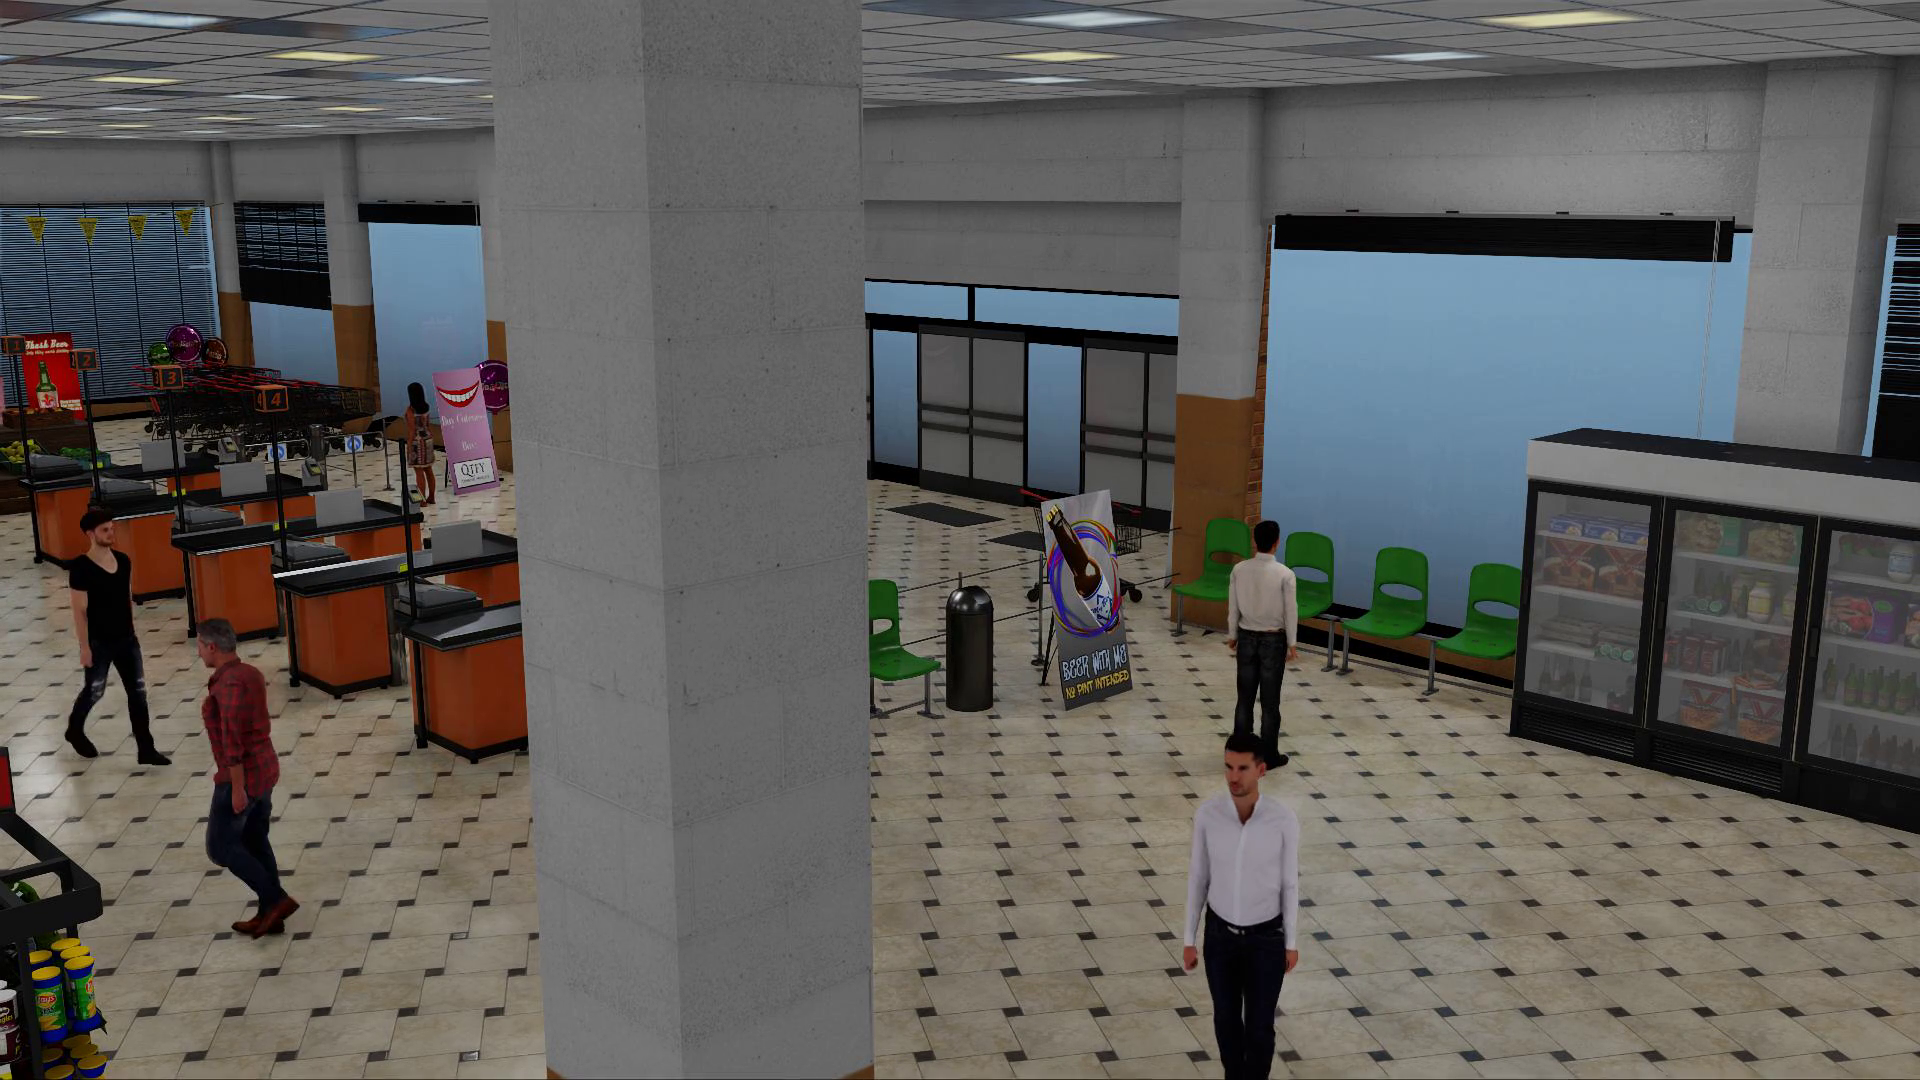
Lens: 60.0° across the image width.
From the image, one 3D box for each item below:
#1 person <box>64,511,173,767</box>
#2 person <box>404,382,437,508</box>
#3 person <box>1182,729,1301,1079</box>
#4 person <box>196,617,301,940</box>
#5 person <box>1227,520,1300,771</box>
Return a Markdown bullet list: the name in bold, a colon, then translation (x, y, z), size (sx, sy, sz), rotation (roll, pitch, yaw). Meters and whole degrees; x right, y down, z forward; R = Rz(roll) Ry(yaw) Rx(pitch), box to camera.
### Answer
- **person**: translation (-6.213, 0.724, 11.990), size (1.029, 1.864, 1.254), rotation (5, 13, 24)
- **person**: translation (-7.137, -1.269, 21.987), size (0.786, 1.645, 0.636), rotation (4, 13, 18)
- **person**: translation (1.284, 1.705, 7.365), size (0.738, 1.851, 0.775), rotation (5, 13, 24)
- **person**: translation (-3.894, 1.330, 9.272), size (0.965, 1.799, 0.910), rotation (-2, 12, -12)
- **person**: translation (2.171, 0.749, 12.003), size (0.716, 1.809, 0.635), rotation (7, 14, 29)
